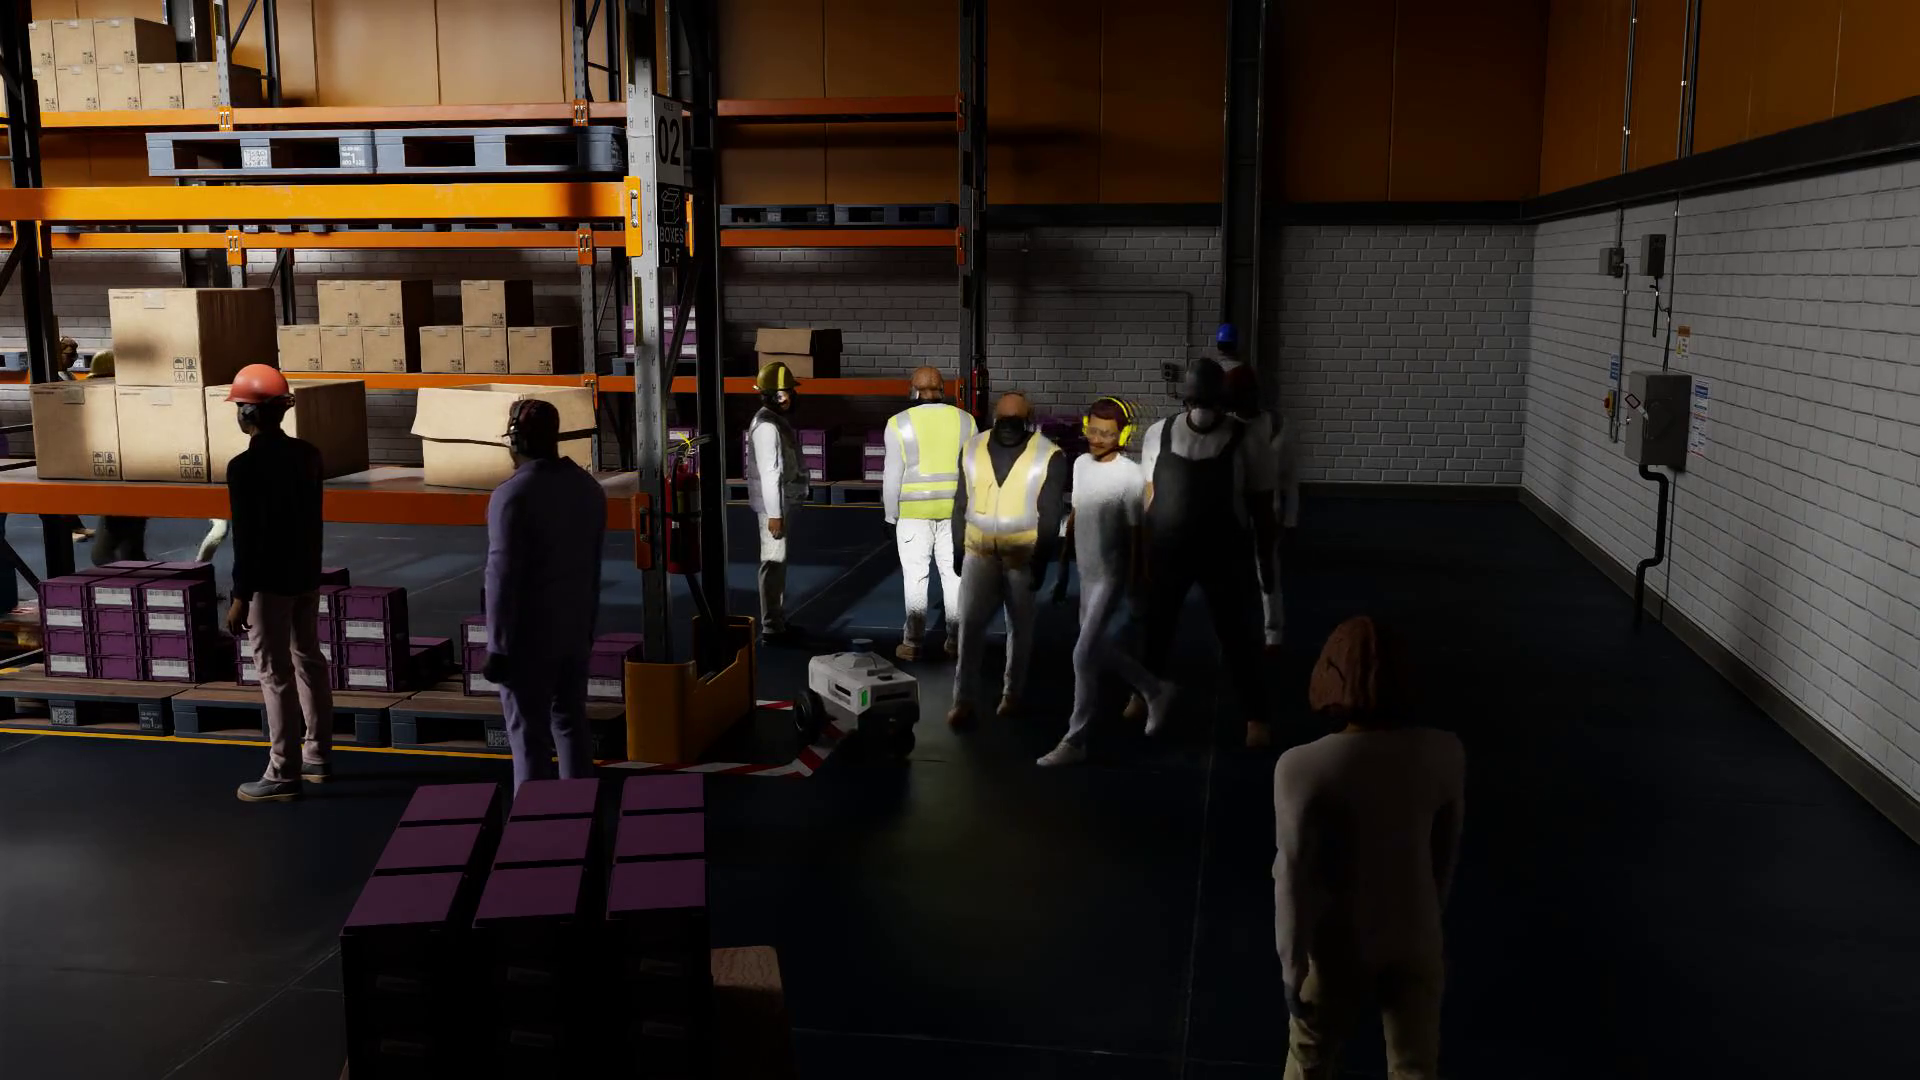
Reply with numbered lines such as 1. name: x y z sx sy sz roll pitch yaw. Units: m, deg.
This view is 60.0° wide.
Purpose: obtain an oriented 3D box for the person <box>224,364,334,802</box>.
1. person: -3.128 0.197 7.604 0.379 1.996 0.610 2 9 12

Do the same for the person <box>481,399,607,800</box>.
1. person: -1.723 0.370 6.849 0.406 1.897 0.643 4 10 25

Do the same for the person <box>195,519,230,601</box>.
1. person: -5.451 -0.466 12.301 0.515 1.822 0.800 2 9 12

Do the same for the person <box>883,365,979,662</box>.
1. person: -0.192 -0.161 10.322 0.621 1.838 0.429 -3 10 -21

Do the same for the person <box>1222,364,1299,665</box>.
1. person: 1.777 -0.148 10.182 0.595 1.861 0.504 3 10 18

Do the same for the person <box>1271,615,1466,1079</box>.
1. person: 0.976 0.971 4.061 0.515 1.590 0.870 -1 9 -8

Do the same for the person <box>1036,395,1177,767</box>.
1. person: 0.767 0.193 8.173 0.802 1.832 0.555 -5 10 -28

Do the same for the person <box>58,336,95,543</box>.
1. person: -8.001 -0.900 14.896 0.345 1.840 0.504 -1 9 -5

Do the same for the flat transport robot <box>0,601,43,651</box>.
1. flat transport robot: -5.989 0.553 10.726 1.431 0.197 0.652 3 10 18

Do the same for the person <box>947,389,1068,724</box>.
1. person: 0.228 0.097 8.845 0.669 1.803 0.709 3 10 19

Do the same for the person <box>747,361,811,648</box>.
1. person: -1.168 -0.232 10.754 0.404 1.836 0.600 0 9 -2

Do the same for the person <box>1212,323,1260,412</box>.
1. person: 2.396 -0.977 15.032 0.610 1.946 0.405 1 9 9

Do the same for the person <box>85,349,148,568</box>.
1. person: -5.507 -0.295 10.916 0.438 1.910 0.596 0 9 2

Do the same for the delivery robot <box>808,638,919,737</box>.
1. delivery robot: -0.489 0.741 8.393 0.477 0.478 0.707 -5 10 -28

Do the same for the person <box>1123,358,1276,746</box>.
1. person: 1.265 0.005 8.653 0.812 2.000 0.562 4 10 24

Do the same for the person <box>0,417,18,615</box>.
1. person: -6.234 -0.215 10.634 0.389 1.842 0.564 -3 10 -17
